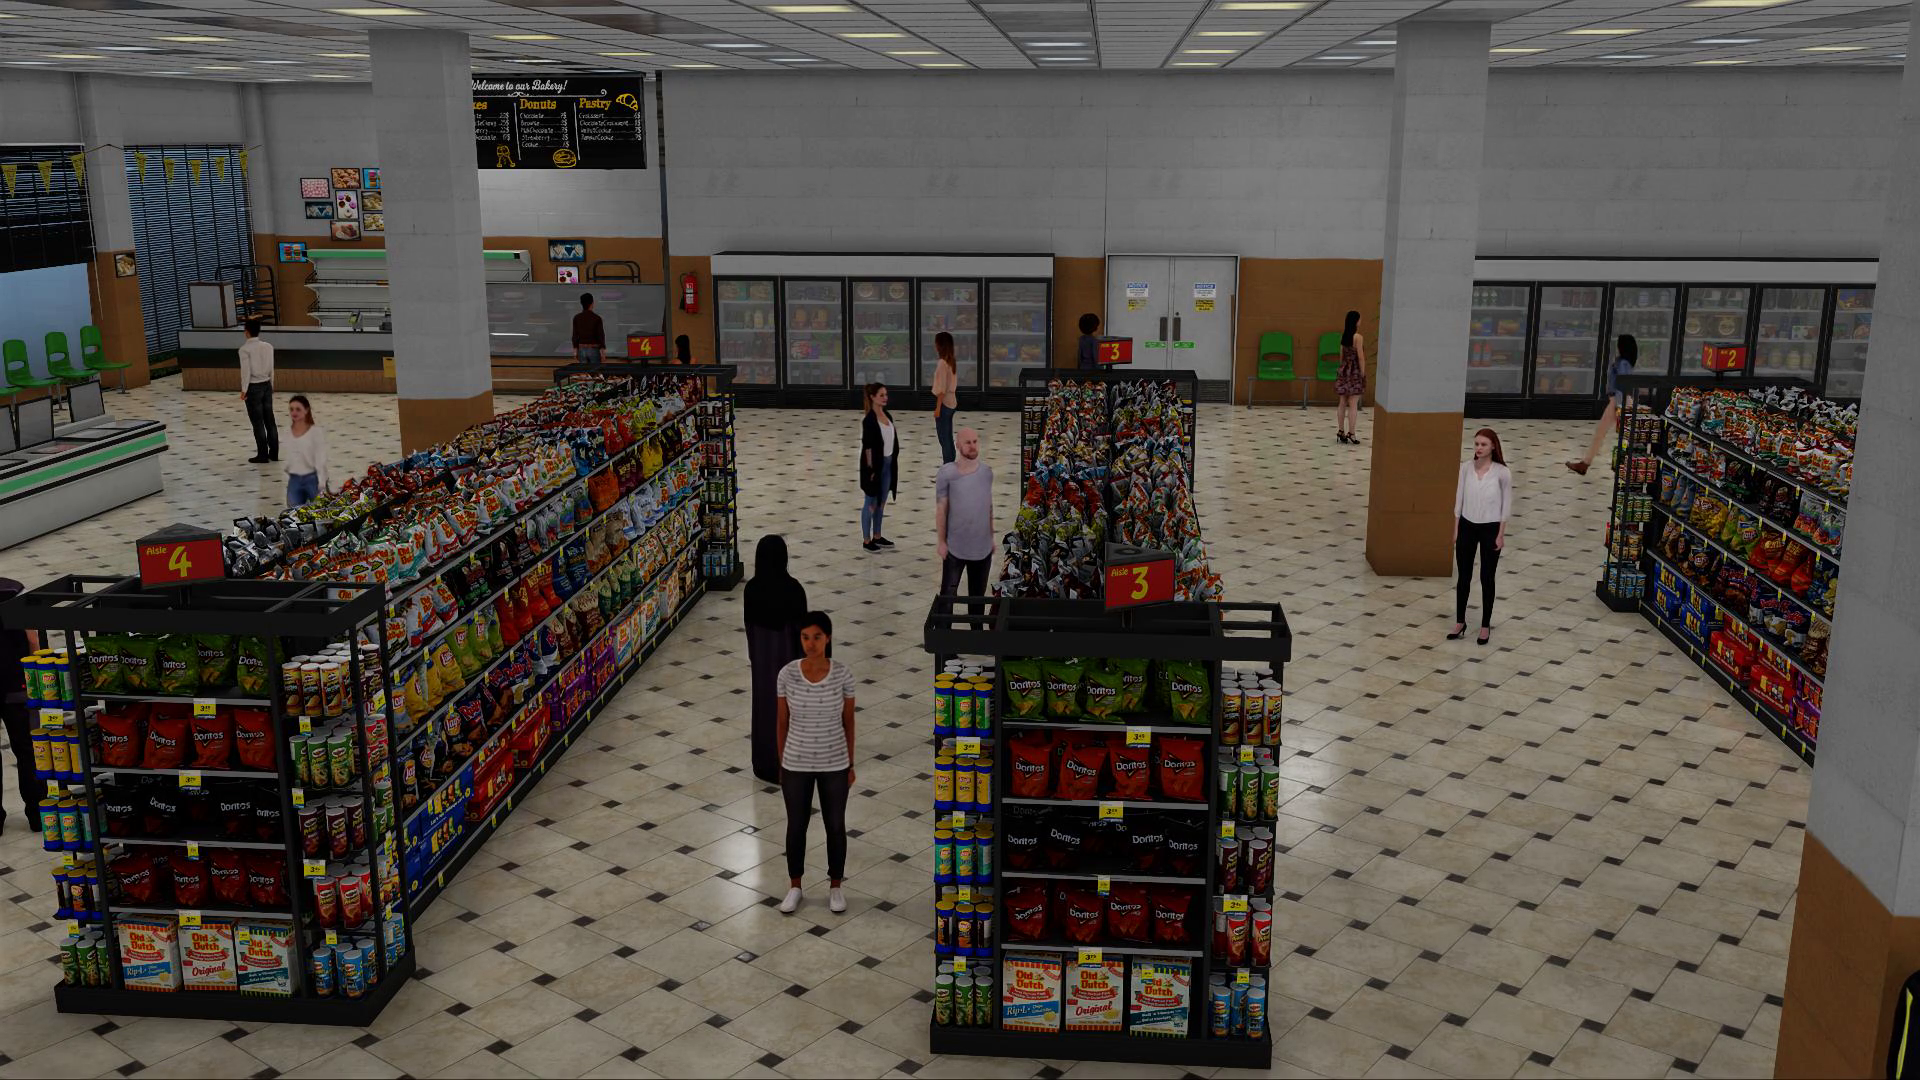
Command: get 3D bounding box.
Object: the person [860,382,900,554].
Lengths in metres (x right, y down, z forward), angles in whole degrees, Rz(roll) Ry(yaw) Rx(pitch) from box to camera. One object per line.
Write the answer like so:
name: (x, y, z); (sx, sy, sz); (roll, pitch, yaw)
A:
person: (-0.821, -0.728, 16.477); (0.776, 1.683, 0.657); (8, 16, 30)

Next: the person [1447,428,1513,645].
person: (4.207, -0.033, 13.450); (0.665, 1.759, 0.669); (10, 17, 36)

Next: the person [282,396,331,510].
person: (-6.104, -0.521, 15.677); (0.624, 1.657, 0.978); (1, 14, 5)

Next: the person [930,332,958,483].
person: (-0.171, -1.580, 19.756); (0.683, 1.792, 0.514); (4, 14, 15)

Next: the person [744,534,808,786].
person: (-1.157, 0.742, 10.561); (0.666, 1.614, 0.680); (6, 15, 22)

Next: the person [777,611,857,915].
person: (-0.756, 1.161, 8.763); (0.572, 1.646, 0.531); (0, 14, 2)

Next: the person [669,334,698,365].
person: (-3.431, -1.748, 20.728); (0.714, 1.660, 0.631); (13, 18, 42)

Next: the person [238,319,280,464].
person: (-8.838, -1.884, 20.968); (0.784, 1.811, 0.621); (6, 15, 23)

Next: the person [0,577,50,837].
person: (-5.626, 0.827, 9.714); (0.744, 1.849, 0.729); (-5, 15, -20)

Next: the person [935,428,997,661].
person: (0.053, 0.020, 13.064); (0.763, 1.838, 0.787); (-8, 16, -29)

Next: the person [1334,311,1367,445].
person: (5.237, -2.179, 22.262); (0.860, 1.774, 0.784); (-8, 16, -29)

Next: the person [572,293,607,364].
person: (-5.507, -2.776, 24.715); (0.653, 1.780, 0.520); (2, 14, 8)

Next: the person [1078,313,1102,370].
person: (1.750, -2.215, 22.549); (0.720, 1.710, 0.629); (-8, 16, -29)

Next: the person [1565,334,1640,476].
person: (7.901, -1.524, 19.665); (1.099, 1.727, 1.139); (12, 18, 40)
